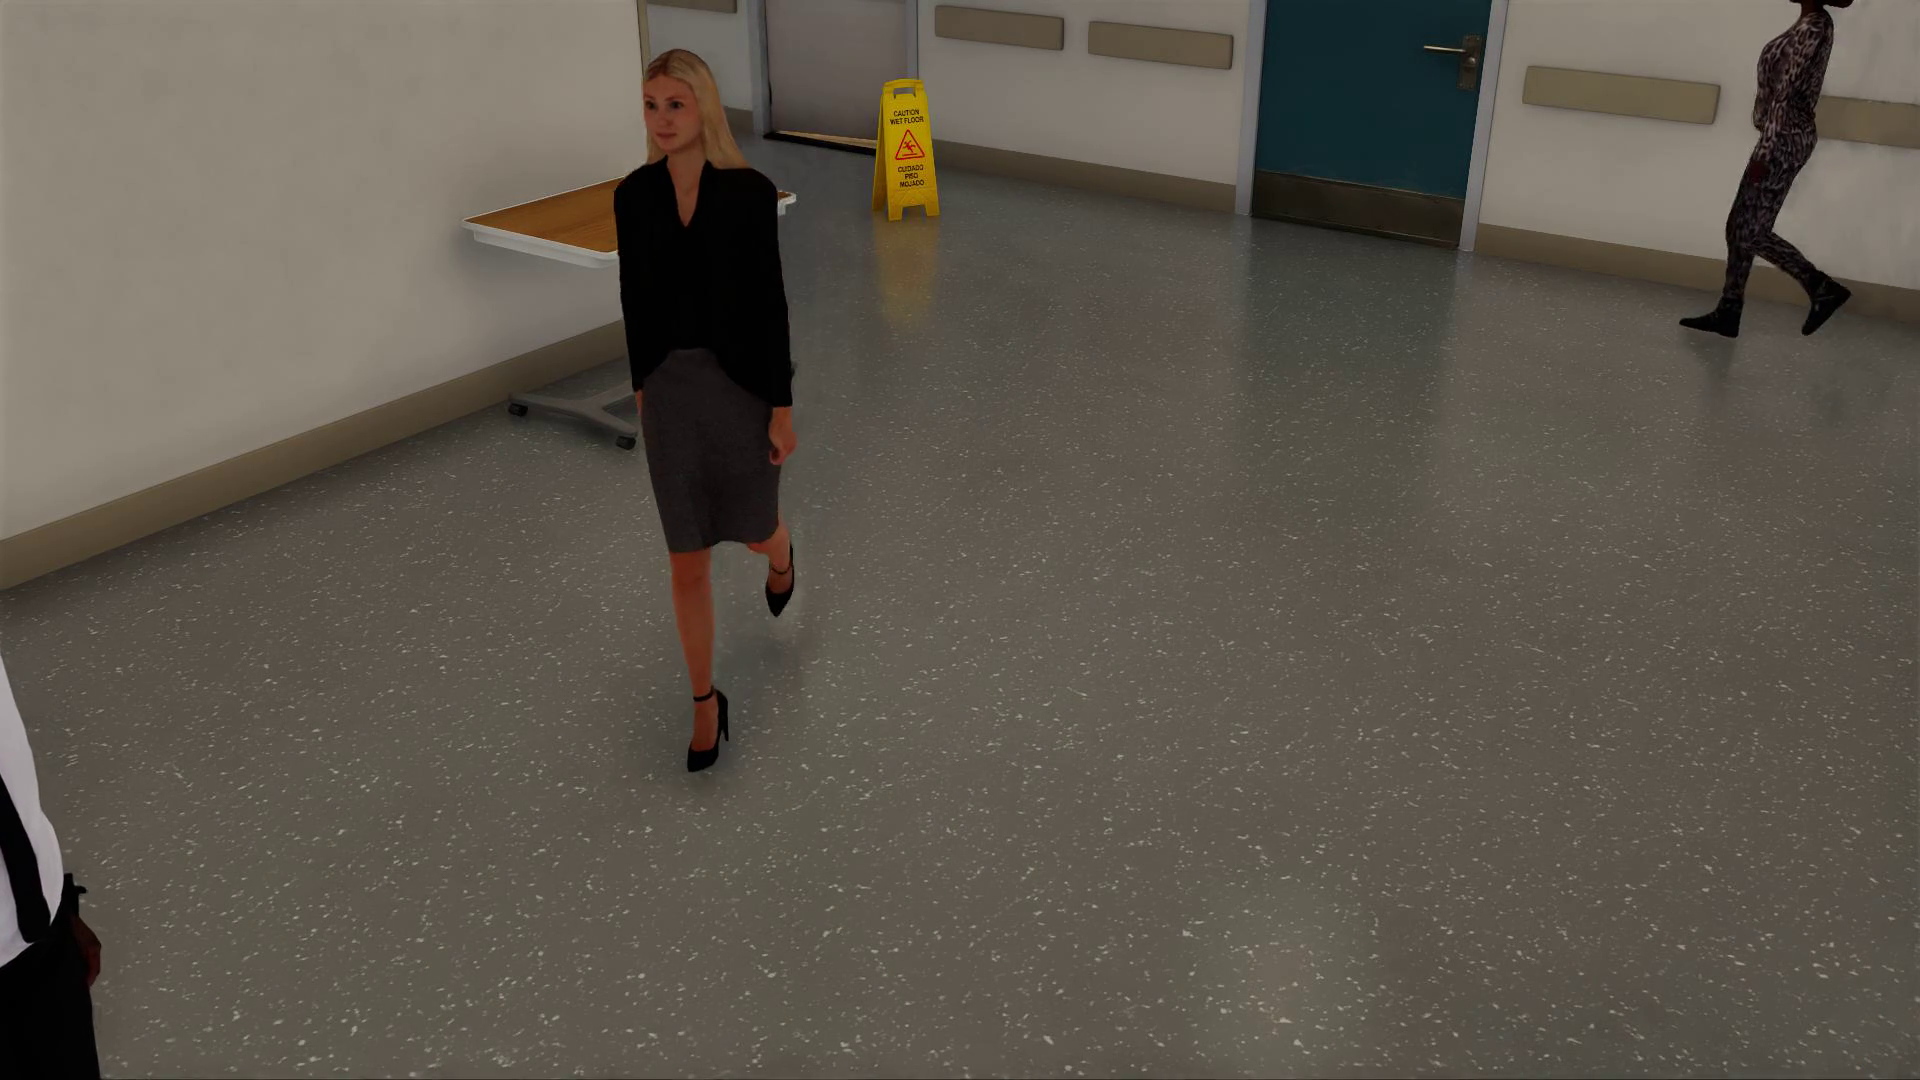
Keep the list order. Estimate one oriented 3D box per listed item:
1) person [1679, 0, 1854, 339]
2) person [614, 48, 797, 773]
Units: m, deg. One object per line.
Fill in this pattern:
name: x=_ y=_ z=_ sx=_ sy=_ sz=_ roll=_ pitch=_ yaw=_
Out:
person: x=3.619 y=-1.662 z=7.205 sx=0.903 sy=1.705 sz=0.614 roll=14 pitch=29 yaw=27
person: x=-0.598 y=-0.333 z=4.322 sx=1.120 sy=1.815 sz=1.001 roll=4 pitch=26 yaw=7
